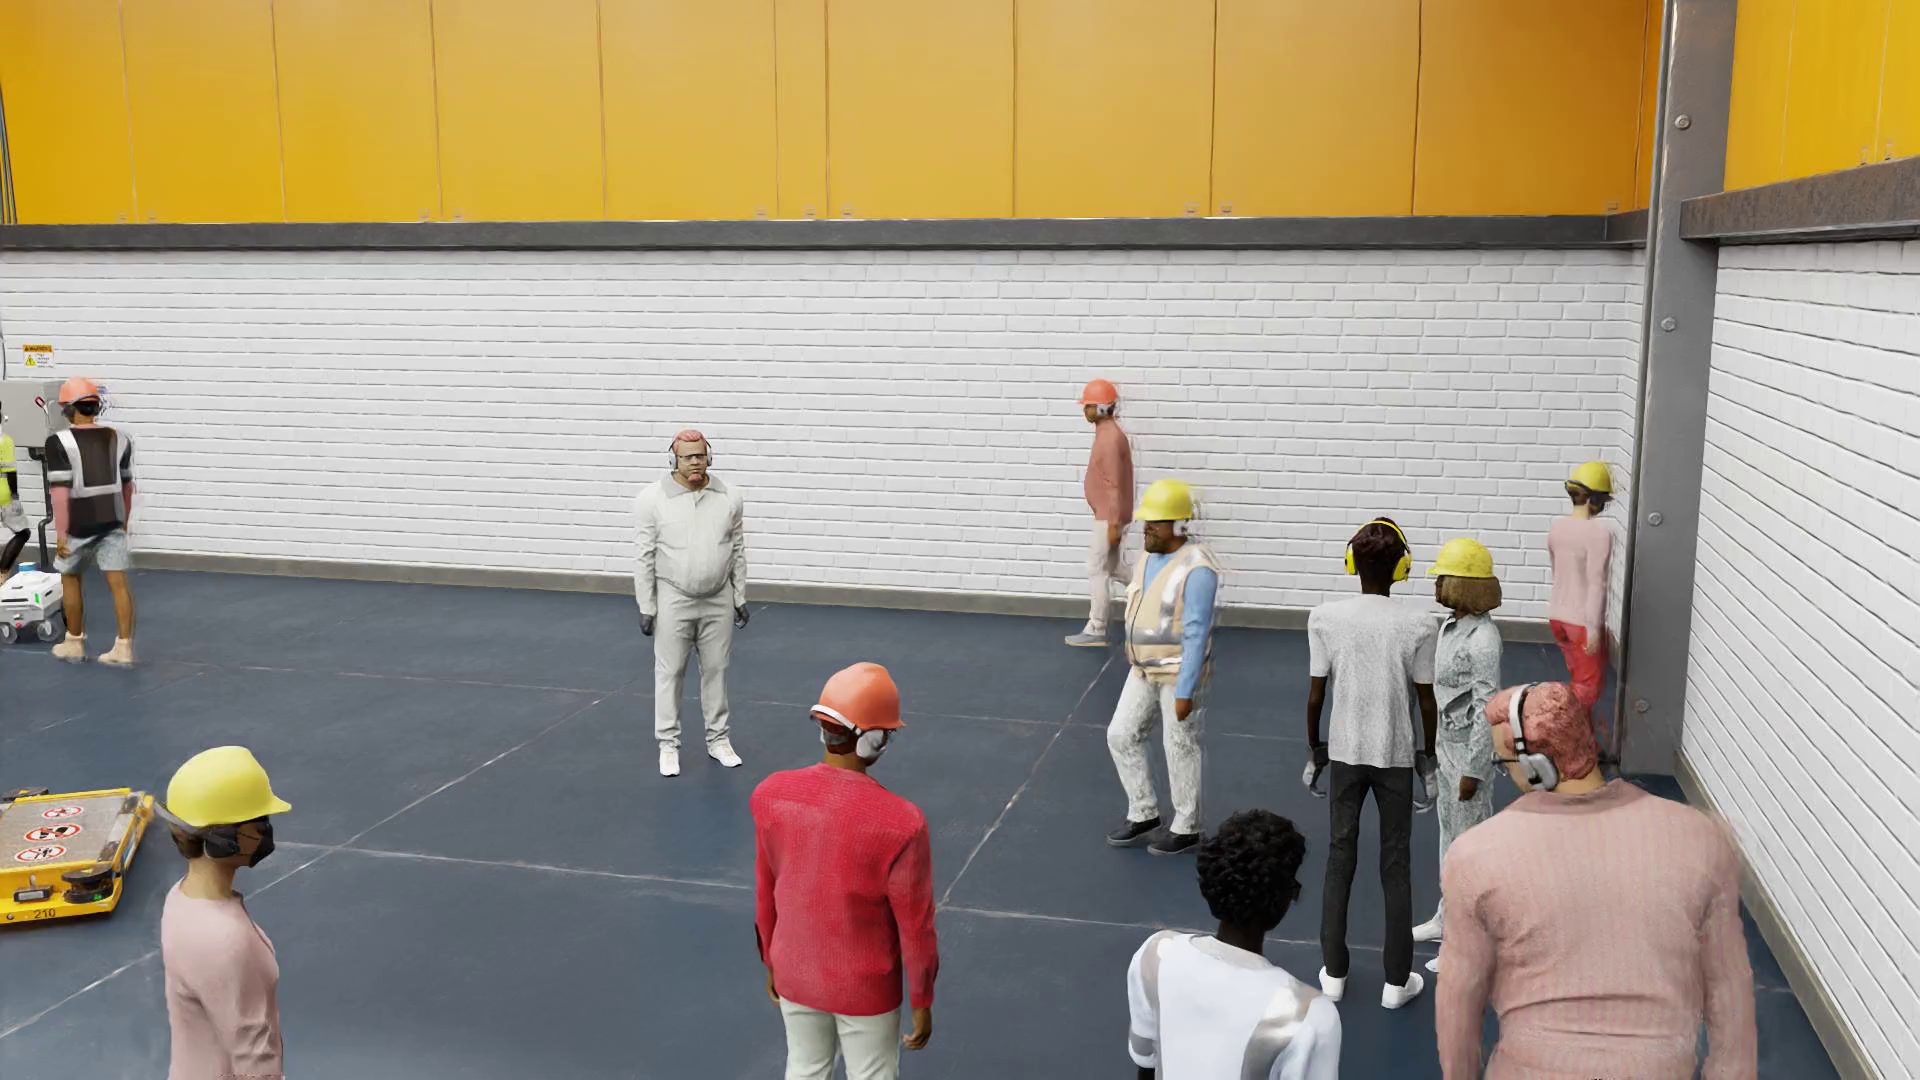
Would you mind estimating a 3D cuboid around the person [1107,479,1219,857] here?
[{"bbox_3d":[0.919,0.614,7.824,0.556,1.809,0.617,-5,11,-25],"label":"person"}]

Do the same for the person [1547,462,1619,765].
[{"bbox_3d":[3.400,0.444,9.076,0.769,1.726,0.569,-3,10,-15],"label":"person"}]

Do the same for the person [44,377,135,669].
[{"bbox_3d":[-6.081,-0.121,11.560,0.878,2.009,0.634,6,11,32],"label":"person"}]

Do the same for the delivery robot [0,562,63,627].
[{"bbox_3d":[-6.961,0.412,12.440,0.477,0.478,0.707,-2,10,-13],"label":"delivery robot"}]

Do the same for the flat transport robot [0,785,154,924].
[{"bbox_3d":[-4.164,1.412,7.660,0.652,0.197,1.431,-3,10,-19],"label":"flat transport robot"}]

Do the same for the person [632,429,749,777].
[{"bbox_3d":[-1.466,0.339,9.175,0.651,1.907,0.409,-5,11,-28],"label":"person"}]

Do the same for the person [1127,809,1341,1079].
[{"bbox_3d":[0.576,1.402,3.558,0.319,1.691,0.540,-9,13,-42],"label":"person"}]

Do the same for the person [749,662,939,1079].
[{"bbox_3d":[-0.308,1.195,4.638,0.575,1.739,0.354,5,11,28],"label":"person"}]

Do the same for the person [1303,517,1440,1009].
[{"bbox_3d":[1.561,0.842,6.313,0.518,1.874,0.327,4,10,22],"label":"person"}]

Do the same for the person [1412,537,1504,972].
[{"bbox_3d":[1.981,0.850,6.637,0.302,1.745,0.483,0,10,0],"label":"person"}]

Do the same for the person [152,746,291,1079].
[{"bbox_3d":[-1.737,1.330,3.851,0.851,1.730,0.523,-5,11,-25],"label":"person"}]

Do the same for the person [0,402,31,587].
[{"bbox_3d":[-8.018,-0.340,13.835,0.553,1.682,0.362,3,10,15],"label":"person"}]

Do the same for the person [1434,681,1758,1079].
[{"bbox_3d":[1.485,1.257,3.889,0.738,1.875,0.396,2,10,12],"label":"person"}]

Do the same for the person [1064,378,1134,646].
[{"bbox_3d":[1.191,-0.192,12.107,0.755,1.977,0.635,1,10,5],"label":"person"}]
